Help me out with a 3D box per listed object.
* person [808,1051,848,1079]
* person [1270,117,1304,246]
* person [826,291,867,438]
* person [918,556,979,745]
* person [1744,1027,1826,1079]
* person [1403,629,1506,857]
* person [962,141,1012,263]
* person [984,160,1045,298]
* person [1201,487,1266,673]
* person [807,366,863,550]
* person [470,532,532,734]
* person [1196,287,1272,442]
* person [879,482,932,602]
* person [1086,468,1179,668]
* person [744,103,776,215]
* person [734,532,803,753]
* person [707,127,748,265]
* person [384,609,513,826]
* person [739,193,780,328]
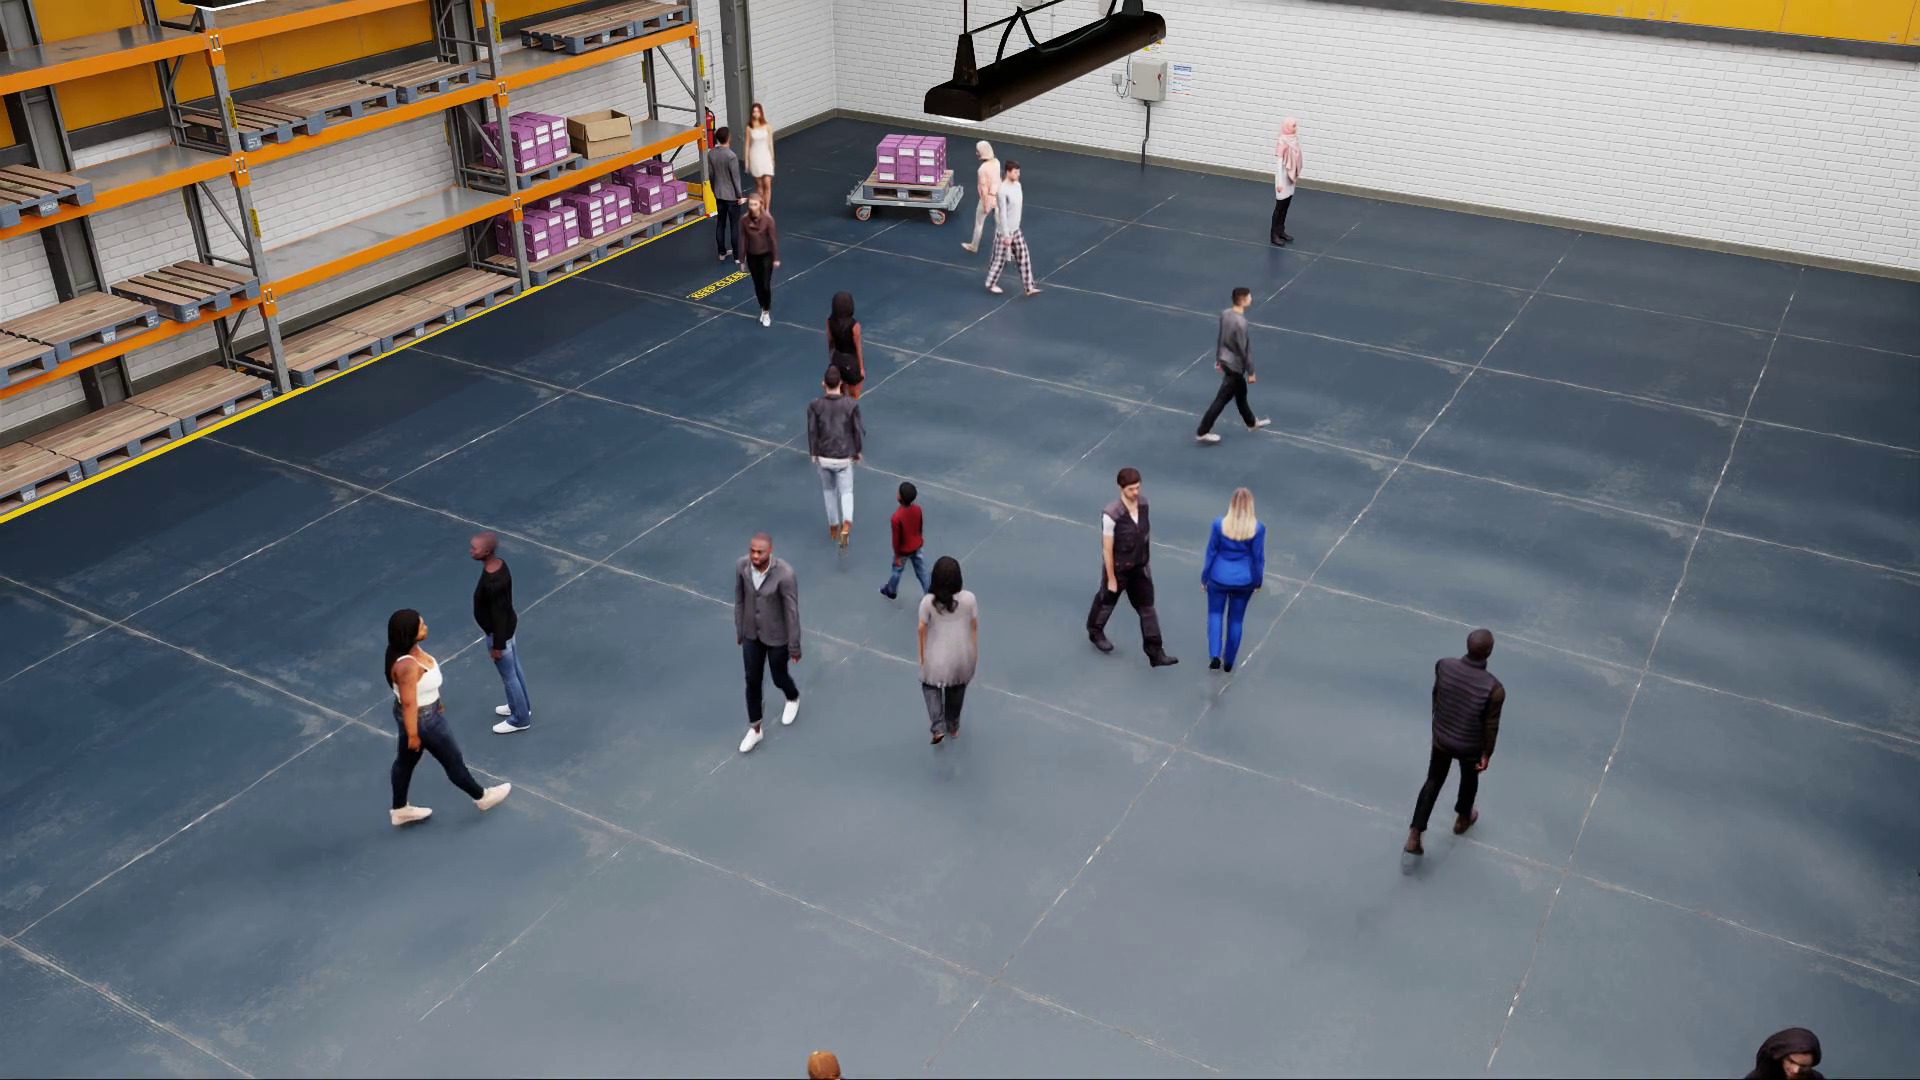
[{"bbox_3d":[-0.715,3.227,8.911,0.538,1.304,0.649,-20,34,-32],"label":"person"},{"bbox_3d":[4.640,-5.131,23.710,0.728,1.804,0.578,21,35,33],"label":"person"},{"bbox_3d":[-1.263,-1.788,17.666,0.656,1.723,0.895,20,35,33],"label":"person"},{"bbox_3d":[-0.086,0.901,12.876,0.850,1.590,0.919,-5,29,-9],"label":"person"},{"bbox_3d":[4.079,3.162,8.507,0.653,1.804,0.666,-1,29,-2],"label":"person"},{"bbox_3d":[3.438,1.441,11.663,0.821,1.804,1.185,21,35,33],"label":"person"},{"bbox_3d":[0.496,-4.642,22.964,1.112,1.661,0.887,-25,37,-37],"label":"person"},{"bbox_3d":[0.561,-4.055,21.738,0.838,1.803,1.124,21,35,33],"label":"person"},{"bbox_3d":[2.234,0.393,13.708,0.792,1.685,0.857,7,29,12],"label":"person"},{"bbox_3d":[-1.169,-0.746,15.658,0.966,1.818,1.080,-3,29,-5],"label":"person"},{"bbox_3d":[-3.601,0.709,13.062,0.741,1.749,0.658,-4,29,-7],"label":"person"},{"bbox_3d":[2.842,-1.823,17.741,1.206,1.713,1.115,-9,30,-16],"label":"person"},{"bbox_3d":[-0.413,0.083,14.742,0.880,1.237,0.756,-22,36,-35],"label":"person"},{"bbox_3d":[1.304,0.198,13.943,1.196,1.802,1.037,-20,34,-32],"label":"person"},{"bbox_3d":[-2.974,-5.690,24.861,0.893,1.683,1.061,0,29,0],"label":"person"},{"bbox_3d":[-1.464,0.718,12.995,0.830,1.797,1.030,10,30,18],"label":"person"},{"bbox_3d":[-3.215,-4.777,22.988,0.694,1.874,0.595,18,33,29],"label":"person"},{"bbox_3d":[-3.981,1.320,11.921,1.199,1.768,1.067,-11,31,-19],"label":"person"},{"bbox_3d":[-2.506,-3.571,20.970,0.763,1.689,0.807,4,29,7],"label":"person"}]
